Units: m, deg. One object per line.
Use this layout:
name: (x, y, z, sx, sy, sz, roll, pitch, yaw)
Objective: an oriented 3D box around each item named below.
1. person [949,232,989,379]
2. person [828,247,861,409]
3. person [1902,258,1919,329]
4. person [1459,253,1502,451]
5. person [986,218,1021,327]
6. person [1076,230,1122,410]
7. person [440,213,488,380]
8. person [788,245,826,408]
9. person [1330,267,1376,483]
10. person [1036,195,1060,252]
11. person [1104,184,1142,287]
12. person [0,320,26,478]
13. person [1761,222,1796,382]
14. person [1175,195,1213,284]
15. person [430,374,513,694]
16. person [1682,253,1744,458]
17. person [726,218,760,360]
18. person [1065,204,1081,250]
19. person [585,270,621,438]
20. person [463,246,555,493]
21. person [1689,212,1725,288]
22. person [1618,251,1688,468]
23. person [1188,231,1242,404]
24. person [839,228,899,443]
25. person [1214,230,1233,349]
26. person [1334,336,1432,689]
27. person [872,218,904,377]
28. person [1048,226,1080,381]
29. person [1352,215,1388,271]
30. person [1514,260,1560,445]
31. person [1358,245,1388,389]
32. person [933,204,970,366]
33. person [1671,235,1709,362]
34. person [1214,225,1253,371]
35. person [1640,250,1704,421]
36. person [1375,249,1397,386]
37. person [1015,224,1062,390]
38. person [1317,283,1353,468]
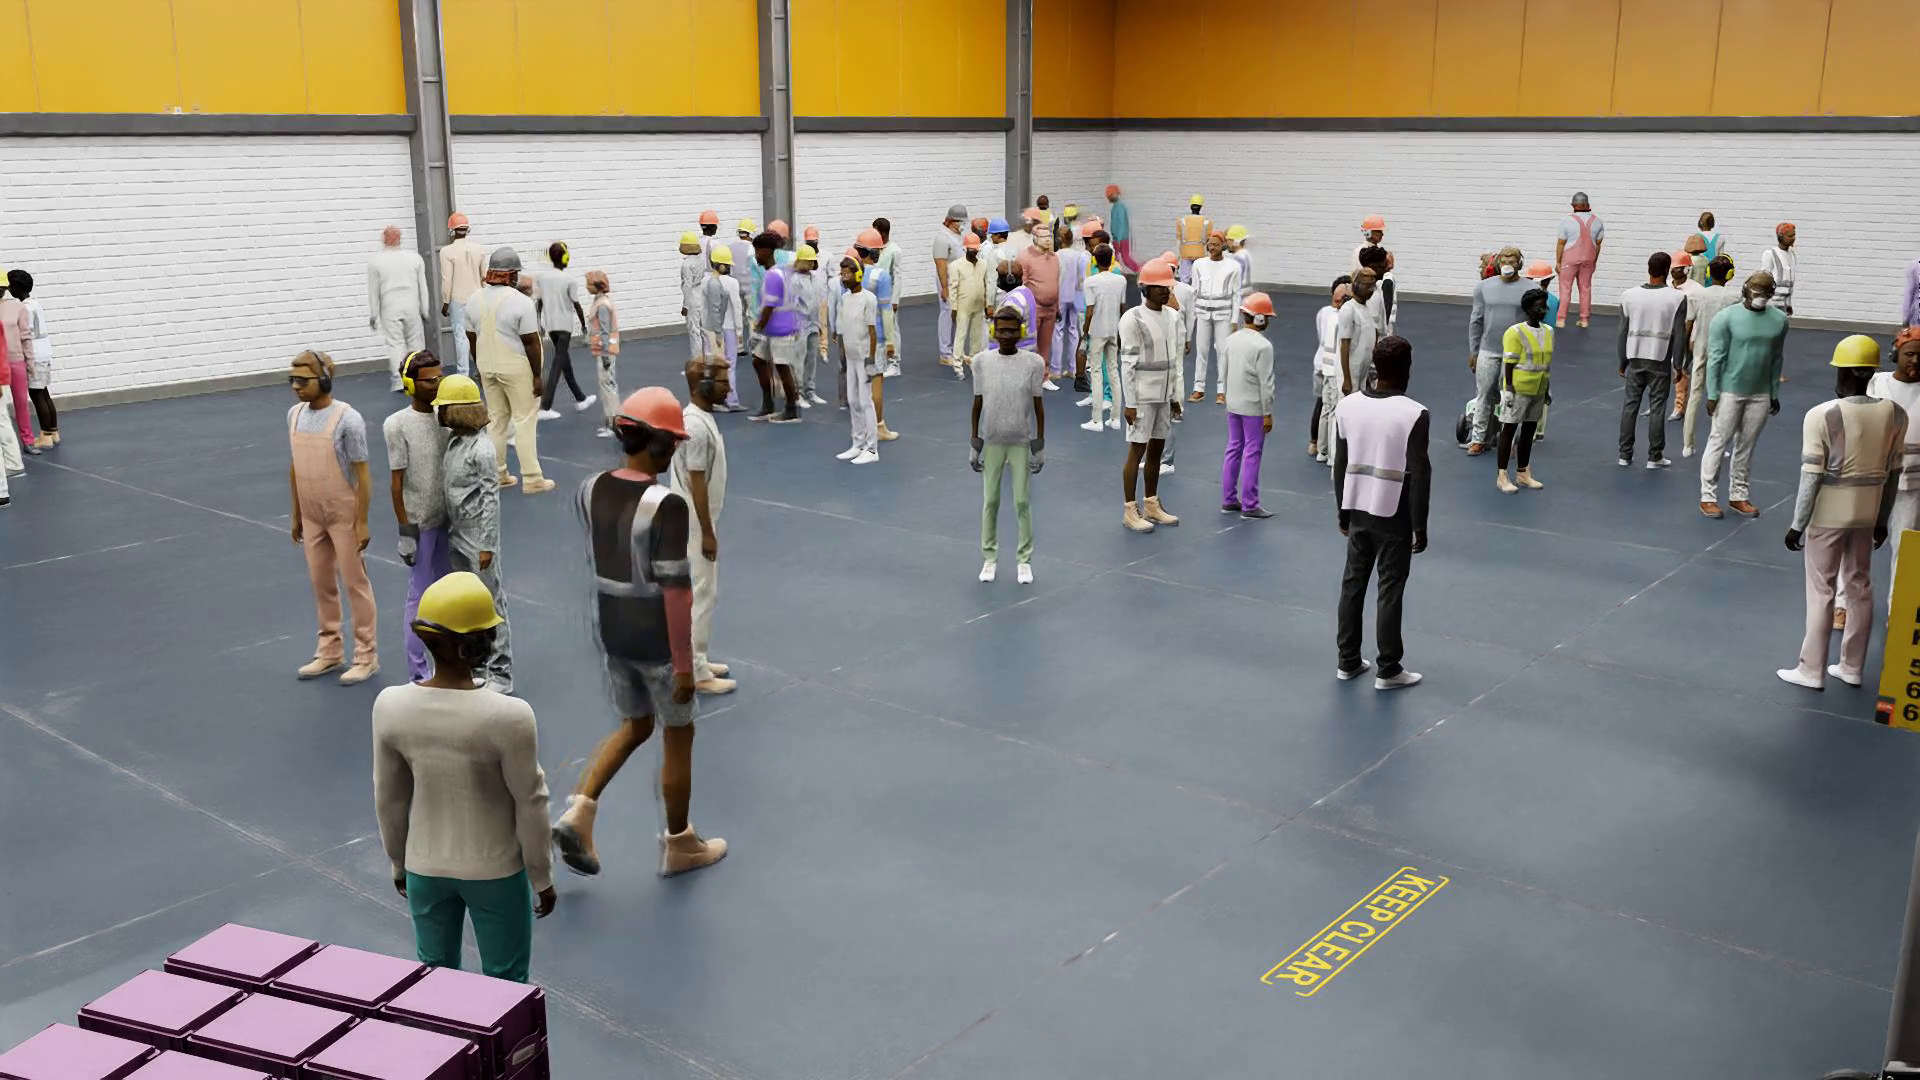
person: (0.135, -2.815, 20.006, 0.572, 1.749, 0.341, -9, 17, -33)
person: (-1.125, -2.267, 17.828, 0.573, 1.742, 0.335, 4, 15, 14)
person: (10.936, -2.531, 18.679, 0.657, 1.853, 1.014, 8, 16, 28)
person: (4.966, -1.757, 15.589, 0.382, 1.845, 0.571, 9, 16, 31)
person: (0.499, -2.843, 19.748, 0.416, 1.939, 0.604, 10, 17, 35)
person: (1.525, -2.357, 17.845, 0.375, 1.915, 0.597, -8, 16, -28)
person: (-5.856, -2.849, 19.648, 0.382, 1.993, 0.622, 11, 18, 38)
person: (-1.648, -2.312, 18.015, 0.296, 1.743, 0.493, 8, 16, 28)
person: (3.362, -1.394, 14.145, 0.344, 1.844, 0.505, 8, 16, 31)
person: (1.395, -4.977, 28.501, 0.630, 1.834, 0.430, 2, 14, 6)
person: (3.013, -5.497, 30.354, 0.925, 1.953, 0.656, -3, 14, -11)
person: (-8.417, -1.401, 14.386, 0.354, 1.737, 0.576, -13, 19, -42)
person: (9.655, -2.798, 19.674, 0.573, 1.883, 0.354, -9, 17, -33)
person: (3.731, -4.532, 26.555, 0.585, 1.914, 0.399, 2, 14, 8)
person: (-2.607, -0.013, 8.829, 0.294, 1.744, 0.486, -14, 19, -43)
person: (6.861, -1.667, 15.181, 0.514, 1.873, 0.329, 11, 18, 38)
person: (-2.769, -3.258, 21.642, 0.596, 1.825, 0.403, 8, 16, 28)
person: (2.002, -5.143, 29.562, 0.313, 1.634, 0.514, 4, 15, 15)
person: (-3.492, -1.825, 16.305, 0.321, 1.627, 0.533, -3, 14, -12)
person: (-3.711, -1.415, 13.828, 0.689, 2.000, 0.539, 7, 15, 25)
person: (10.274, -3.610, 23.024, 0.502, 1.837, 0.350, 0, 14, 1)
person: (6.136, -1.595, 14.799, 0.593, 1.918, 0.391, 12, 18, 39)
person: (2.780, -2.435, 18.225, 0.573, 1.883, 0.356, 6, 15, 23)
person: (-0.869, -1.962, 16.008, 0.605, 2.045, 0.387, 11, 18, 37)
person: (3.616, -3.383, 22.516, 0.281, 1.634, 0.498, -1, 14, -5)
person: (2.271, -0.144, 8.999, 0.393, 1.920, 0.591, -12, 18, -40)
person: (-0.896, -2.949, 20.218, 0.391, 1.914, 0.587, -9, 16, -31)
person: (1.254, -2.824, 19.888, 0.516, 1.835, 0.361, -8, 16, -29)
person: (4.741, -2.770, 19.333, 0.379, 1.996, 0.610, 9, 17, 32)
person: (5.478, -1.783, 15.880, 0.325, 1.752, 0.560, 11, 18, 38)
person: (3.647, -1.666, 14.979, 0.367, 1.967, 0.601, -1, 14, -6)
person: (-0.025, -3.253, 21.172, 0.536, 2.000, 0.677, 7, 16, 25)
person: (9.386, -3.096, 21.373, 0.500, 1.633, 0.280, -11, 18, -36)
person: (3.443, -2.960, 20.462, 0.520, 1.813, 0.607, 3, 14, 11)
person: (7.371, -2.109, 17.183, 0.334, 1.749, 0.576, -9, 17, -31)
person: (4.778, -2.462, 18.826, 0.312, 1.639, 0.520, 1, 14, 6)
person: (0.920, -2.638, 18.983, 0.639, 1.911, 0.406, -12, 18, -39)
person: (3.389, -1.467, 14.851, 0.311, 1.638, 0.523, -2, 14, -8)
